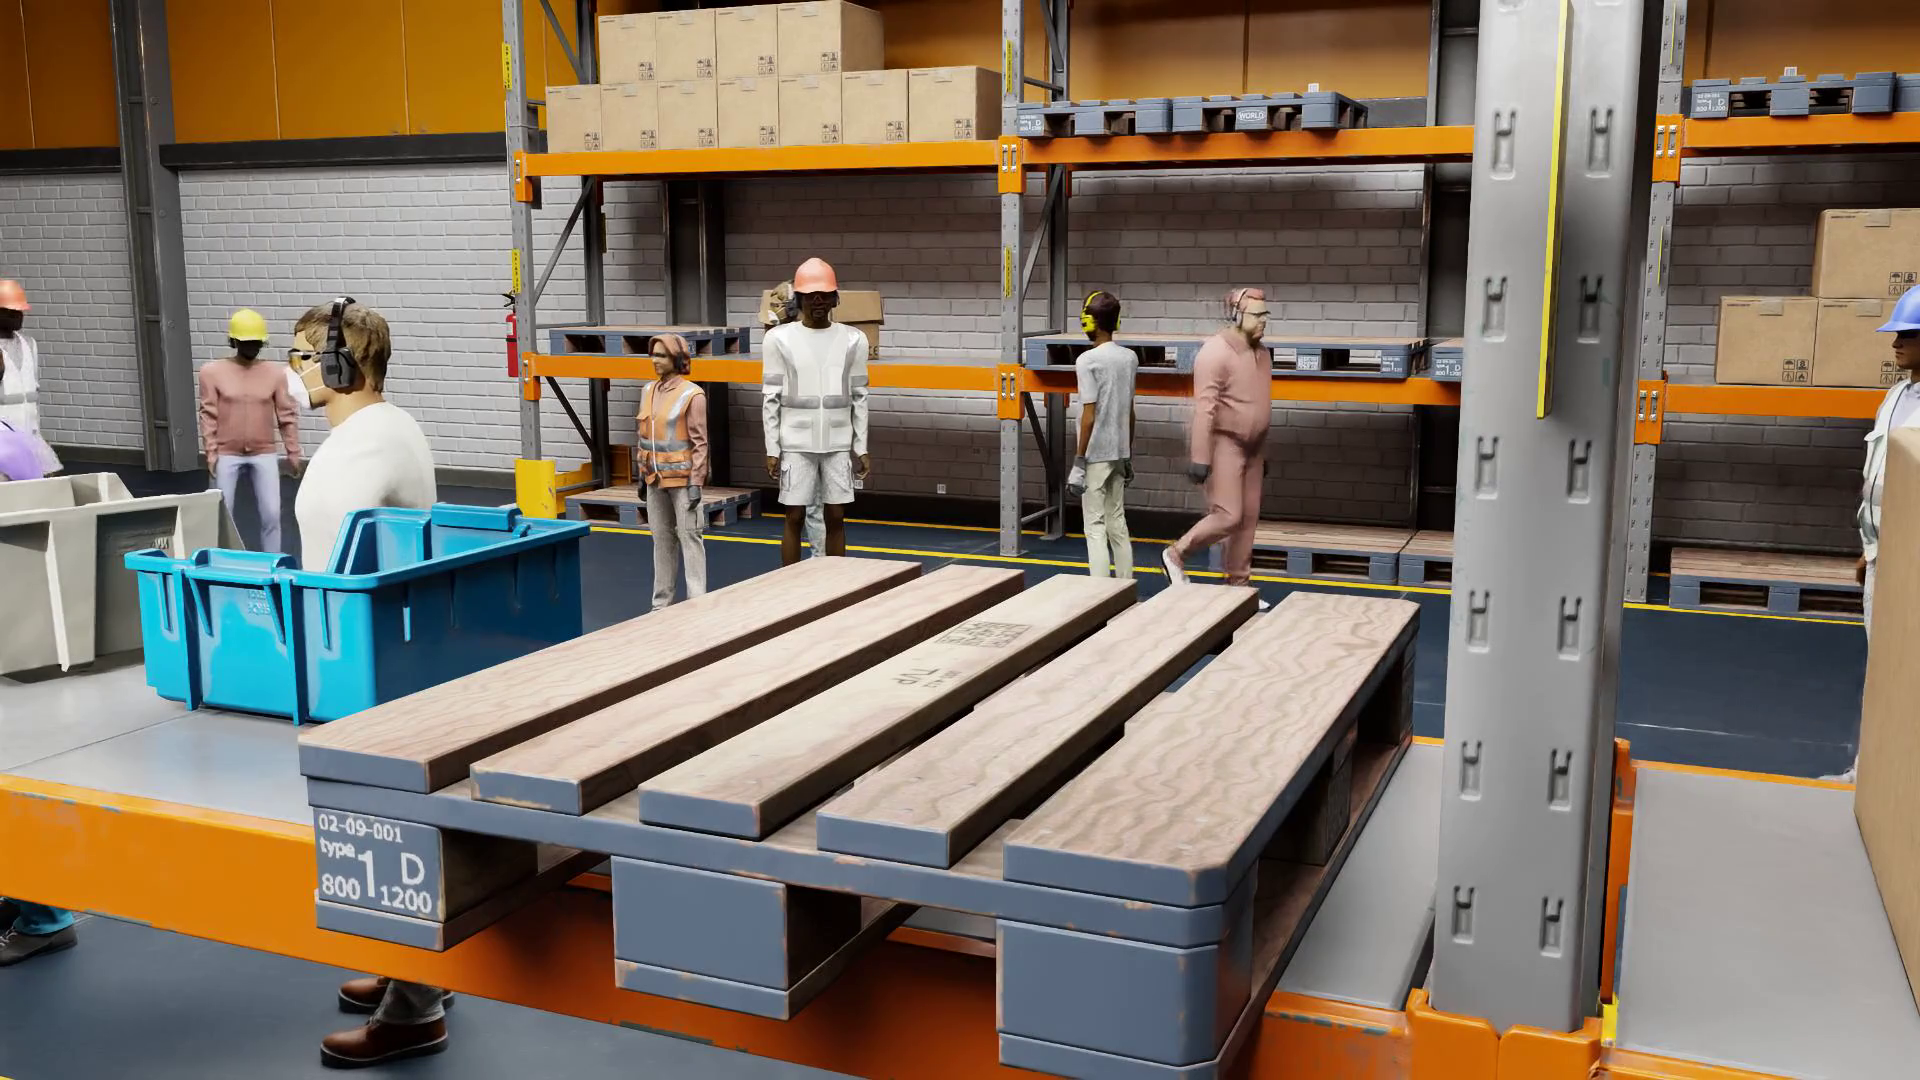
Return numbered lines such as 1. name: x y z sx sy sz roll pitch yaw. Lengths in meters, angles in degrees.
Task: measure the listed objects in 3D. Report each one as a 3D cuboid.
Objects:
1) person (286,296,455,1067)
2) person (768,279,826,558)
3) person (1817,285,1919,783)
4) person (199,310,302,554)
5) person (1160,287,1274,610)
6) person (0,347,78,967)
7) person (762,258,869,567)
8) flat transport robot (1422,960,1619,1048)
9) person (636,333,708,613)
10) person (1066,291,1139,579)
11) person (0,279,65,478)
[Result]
1. person: -1.482 0.360 4.222 0.376 1.940 0.629 -1 10 -8
2. person: -0.939 -0.586 9.953 0.390 1.927 0.644 -1 10 -8
3. person: 3.451 0.055 6.014 0.389 1.949 0.604 0 9 -1
4. person: -4.279 -0.502 9.961 0.619 1.743 0.482 -6 11 -33
5. person: 1.534 -0.526 9.704 0.572 1.887 0.659 8 12 40
6. person: -2.781 0.304 4.829 0.389 1.847 0.563 -6 11 -31
7. person: -0.791 -0.535 9.271 0.605 2.044 0.375 -3 10 -15
8. flat transport robot: 1.002 1.167 4.376 1.431 0.197 0.652 2 10 11
9. person: -1.578 -0.311 9.124 0.511 1.644 0.307 7 12 37
10. person: 0.778 -0.434 9.197 0.311 1.866 0.535 8 12 40
11. person: -5.885 -0.668 10.444 0.716 1.910 0.564 3 10 17
